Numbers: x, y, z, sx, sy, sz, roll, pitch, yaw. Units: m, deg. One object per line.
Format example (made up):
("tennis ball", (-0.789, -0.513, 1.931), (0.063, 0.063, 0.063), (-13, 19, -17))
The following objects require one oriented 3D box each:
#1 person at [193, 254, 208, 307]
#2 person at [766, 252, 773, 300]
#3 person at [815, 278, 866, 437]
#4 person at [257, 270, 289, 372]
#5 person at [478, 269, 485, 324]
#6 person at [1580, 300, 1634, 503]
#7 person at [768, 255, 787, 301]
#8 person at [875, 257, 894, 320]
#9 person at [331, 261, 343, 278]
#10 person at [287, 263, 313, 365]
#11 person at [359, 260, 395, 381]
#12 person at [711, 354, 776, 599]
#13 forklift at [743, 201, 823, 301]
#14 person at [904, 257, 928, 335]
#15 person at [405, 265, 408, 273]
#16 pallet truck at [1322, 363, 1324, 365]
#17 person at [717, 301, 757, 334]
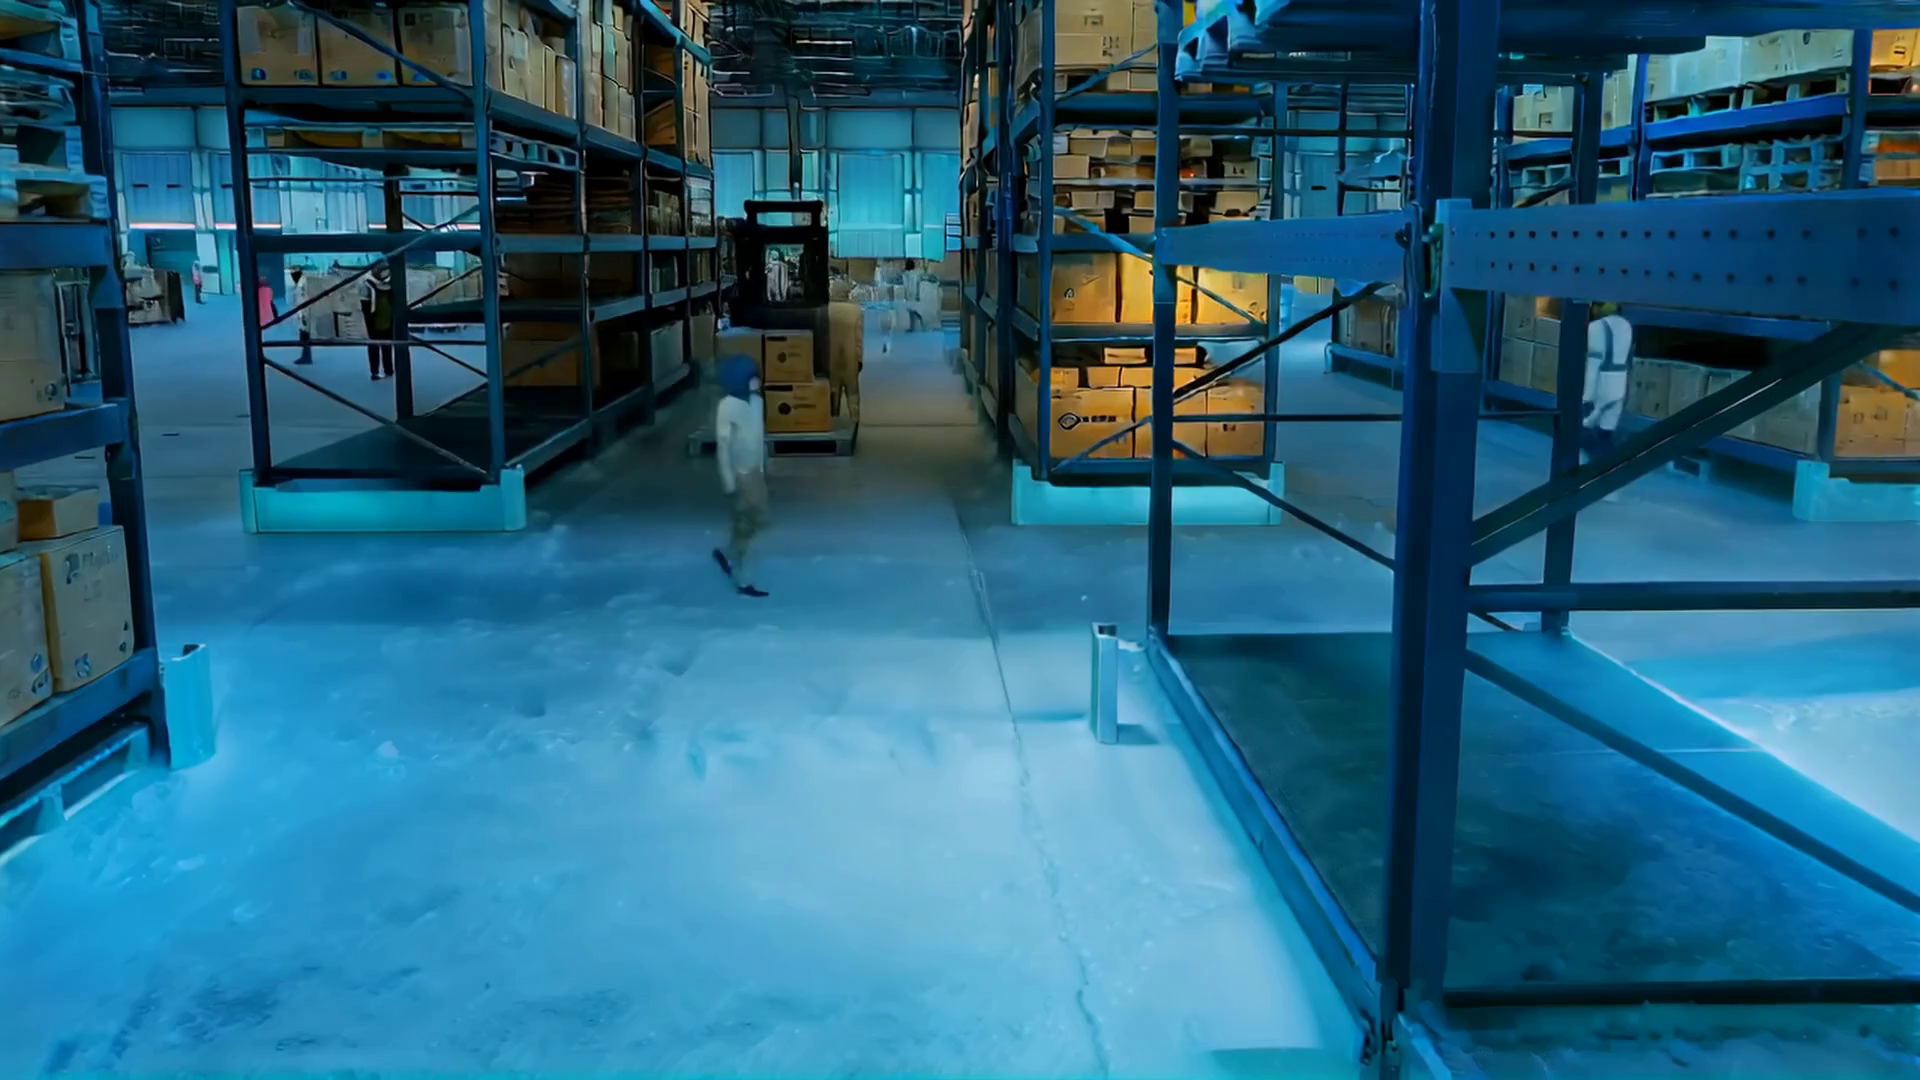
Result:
("person", (-27.498, -9.389, 60.186), (0.441, 1.910, 0.636), (-1, 10, -5))
("person", (-7.722, -10.731, 67.538), (0.359, 1.936, 0.544), (-1, 10, -4))
("person", (-1.446, -2.178, 19.957), (0.641, 1.913, 0.407), (-5, 11, -27))
("person", (-12.476, -3.939, 30.000), (0.941, 1.822, 0.555), (4, 11, 23))
("person", (-13.400, -7.090, 47.315), (0.581, 1.919, 0.395), (-3, 11, -15))
("person", (5.737, -1.326, 14.887), (0.631, 2.023, 0.424), (-8, 13, -38))
("person", (-5.666, -7.855, 51.519), (0.627, 1.934, 0.370), (4, 11, 22))
("person", (-2.293, -7.531, 49.839), (0.623, 1.889, 0.728), (-10, 14, -43))
("person", (-20.745, -8.446, 55.474), (0.928, 1.684, 0.498), (6, 12, 29))
("person", (-12.645, -4.321, 31.822), (0.364, 1.935, 0.552), (-6, 12, -31))
("person", (-9.802, -3.734, 28.262), (0.538, 2.000, 0.687), (5, 11, 27))
("person", (-1.461, -0.424, 10.989), (0.432, 1.616, 0.515), (5, 11, 26))
("forklift", (-2.111, -2.693, 20.125), (1.129, 2.768, 1.873), (0, 10, -2))
("person", (-1.154, -6.158, 42.008), (0.526, 1.954, 0.609), (6, 12, 30))
("person", (-19.487, -8.978, 58.191), (0.972, 1.797, 0.637), (0, 10, 3))
("pallet truck", (7.712, -4.157, 30.737), (1.885, 1.965, 0.823), (3, 11, 16))
("person", (-2.452, -1.792, 18.400), (0.541, 1.696, 0.315), (-6, 12, -31))
